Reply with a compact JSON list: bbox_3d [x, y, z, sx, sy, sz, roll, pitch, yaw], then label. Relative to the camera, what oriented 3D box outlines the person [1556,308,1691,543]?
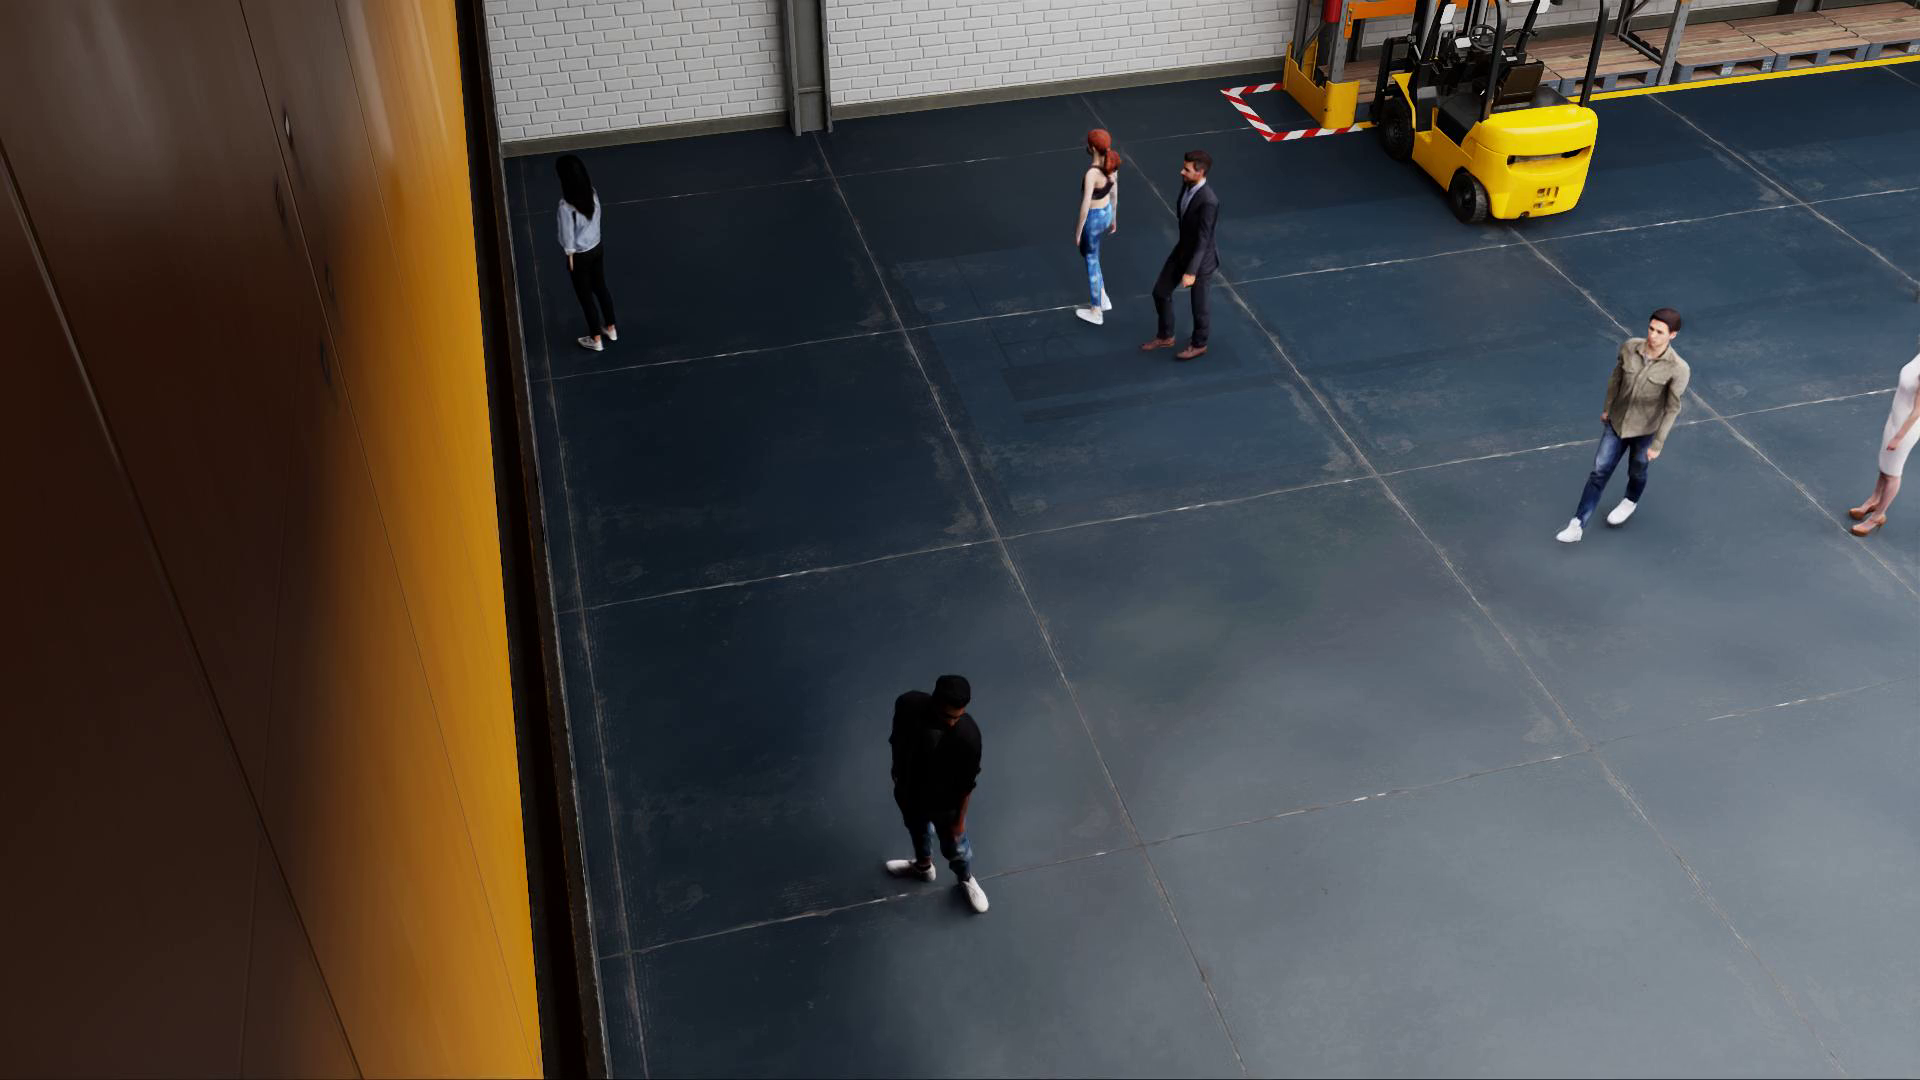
[{"bbox_3d":[4.777,-0.810,11.631,1.261,1.813,1.045,-28,47,-31],"label":"person"}]

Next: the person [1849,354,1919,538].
[{"bbox_3d":[6.599,-0.783,11.615,0.664,1.791,0.632,15,41,17],"label":"person"}]

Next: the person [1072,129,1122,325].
[{"bbox_3d":[1.203,-2.568,13.860,0.794,1.778,0.730,27,46,30],"label":"person"}]

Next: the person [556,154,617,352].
[{"bbox_3d":[-3.078,-2.357,13.651,0.715,1.710,0.677,14,41,17],"label":"person"}]

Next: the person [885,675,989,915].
[{"bbox_3d":[-0.171,1.295,9.041,0.889,1.757,0.903,-24,45,-27],"label":"person"}]

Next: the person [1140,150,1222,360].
[{"bbox_3d":[1.963,-2.292,13.459,0.804,1.848,0.704,-17,42,-20],"label":"person"}]
